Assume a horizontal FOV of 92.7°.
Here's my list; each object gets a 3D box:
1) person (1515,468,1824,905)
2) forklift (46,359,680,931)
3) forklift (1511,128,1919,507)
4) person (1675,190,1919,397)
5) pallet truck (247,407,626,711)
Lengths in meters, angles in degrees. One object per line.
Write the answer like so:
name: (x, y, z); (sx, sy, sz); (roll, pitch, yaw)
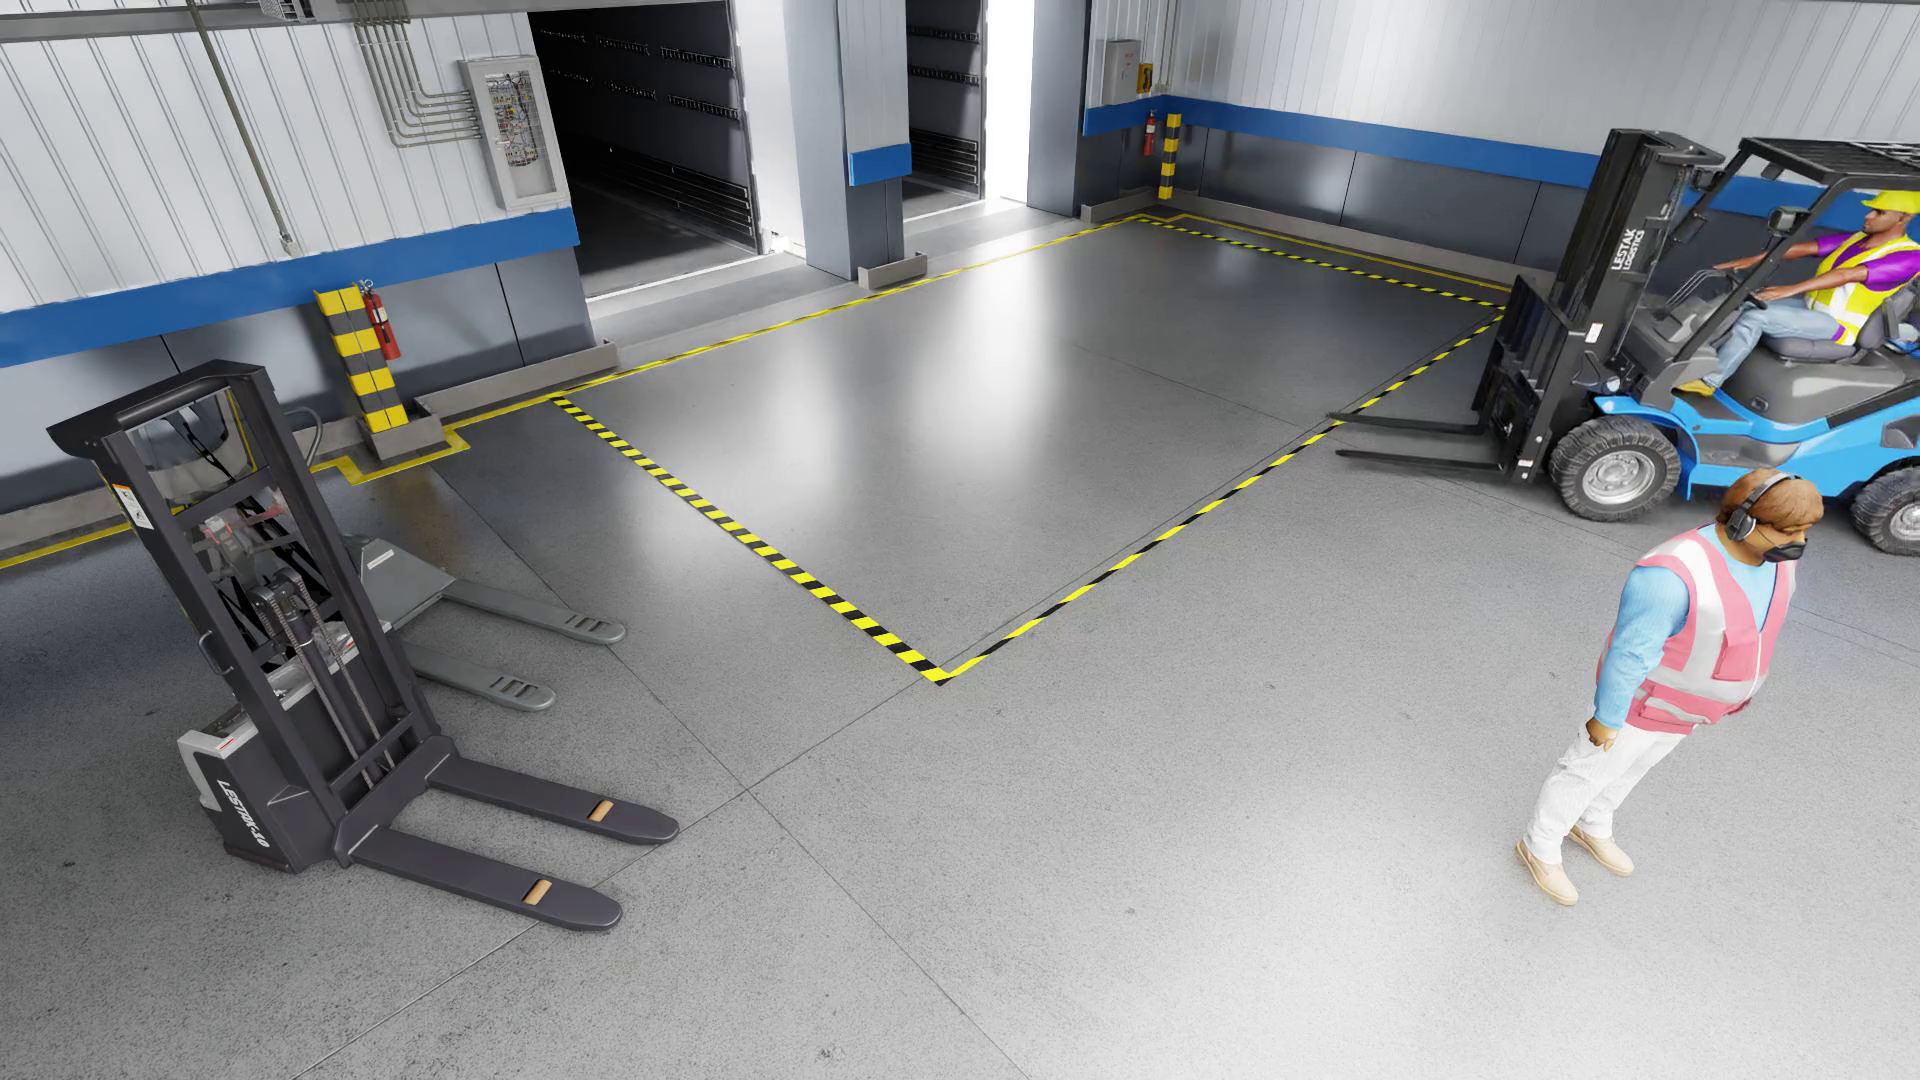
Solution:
person: (2.511, 0.564, 3.282); (0.624, 1.843, 0.429); (-13, 36, -18)
forklift: (-2.135, 0.422, 3.354); (1.885, 1.965, 0.823); (10, 35, 14)
forklift: (5.010, -1.329, 5.612); (2.680, 2.036, 1.157); (7, 35, 10)
person: (4.953, -1.495, 5.524); (1.004, 1.294, 0.635); (7, 35, 10)
pallet truck: (-2.628, 0.038, 4.590); (1.601, 1.201, 0.680); (12, 36, 18)
